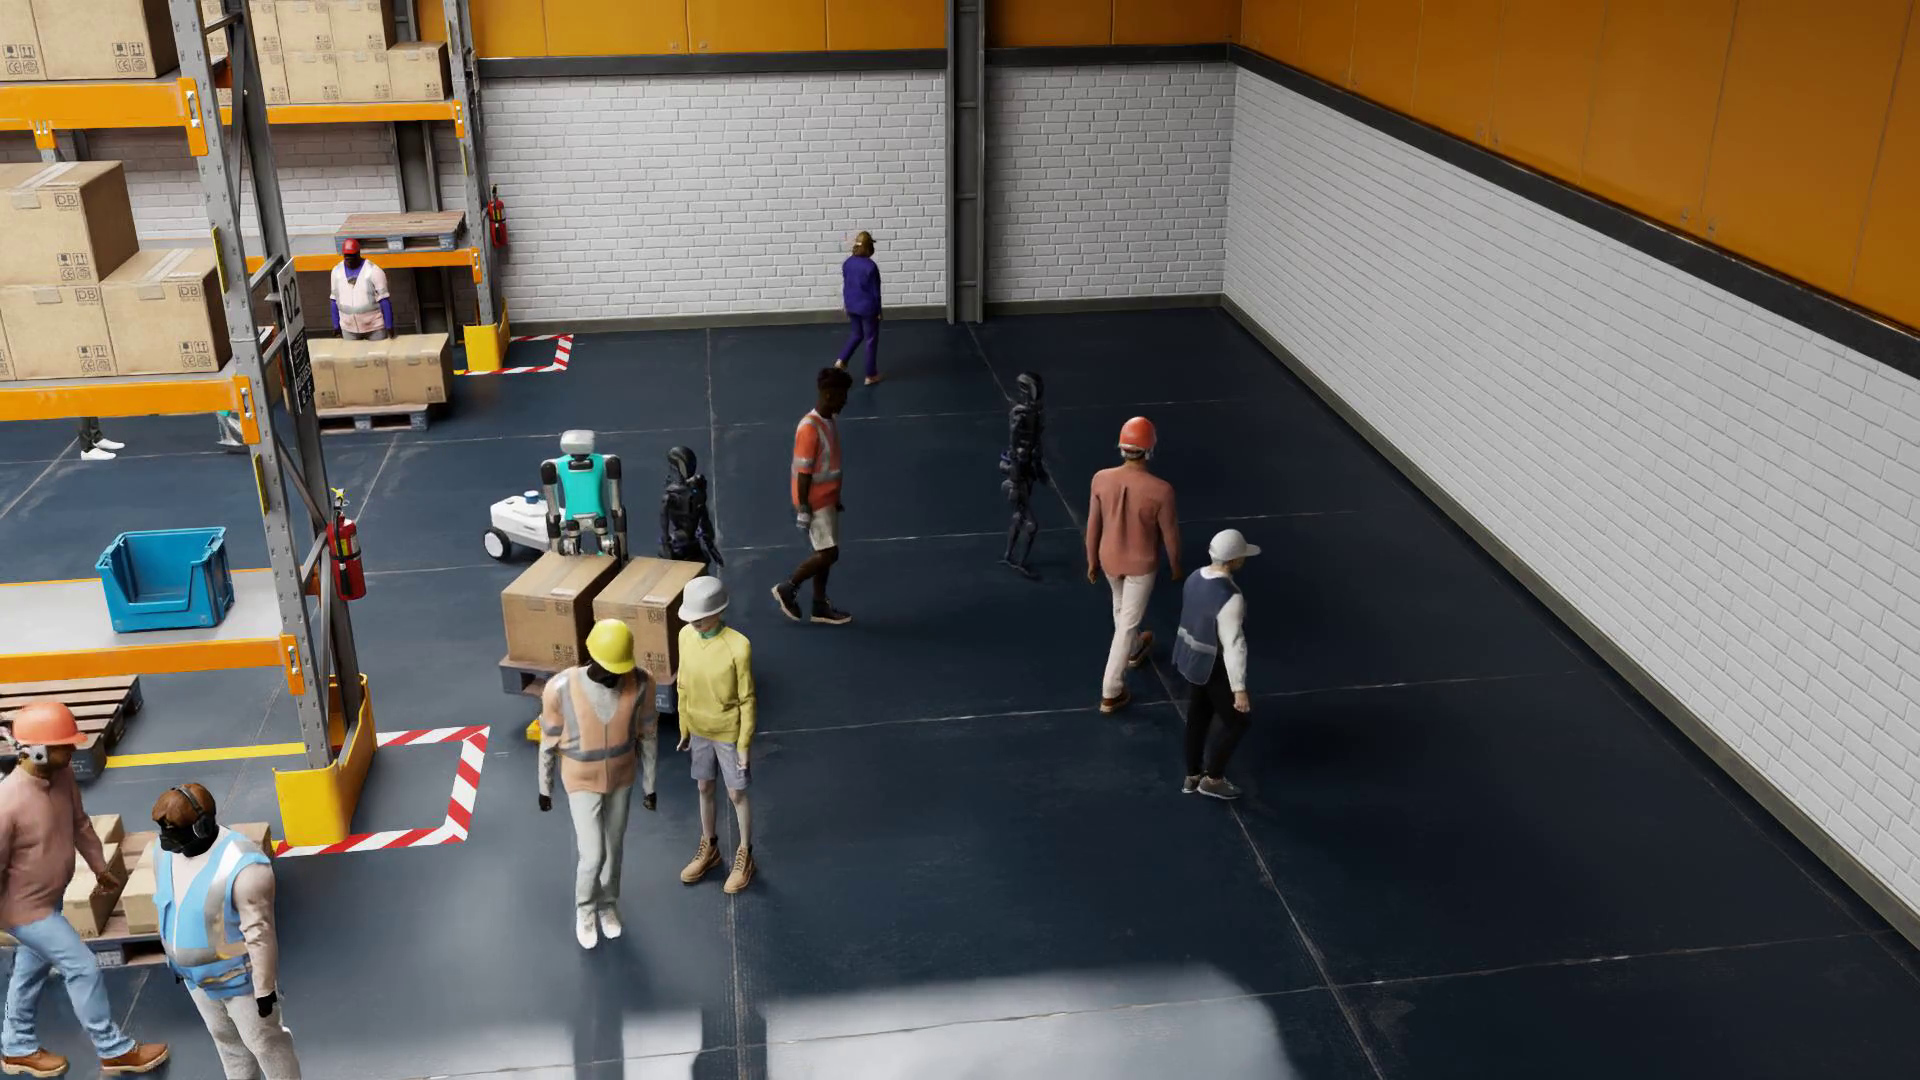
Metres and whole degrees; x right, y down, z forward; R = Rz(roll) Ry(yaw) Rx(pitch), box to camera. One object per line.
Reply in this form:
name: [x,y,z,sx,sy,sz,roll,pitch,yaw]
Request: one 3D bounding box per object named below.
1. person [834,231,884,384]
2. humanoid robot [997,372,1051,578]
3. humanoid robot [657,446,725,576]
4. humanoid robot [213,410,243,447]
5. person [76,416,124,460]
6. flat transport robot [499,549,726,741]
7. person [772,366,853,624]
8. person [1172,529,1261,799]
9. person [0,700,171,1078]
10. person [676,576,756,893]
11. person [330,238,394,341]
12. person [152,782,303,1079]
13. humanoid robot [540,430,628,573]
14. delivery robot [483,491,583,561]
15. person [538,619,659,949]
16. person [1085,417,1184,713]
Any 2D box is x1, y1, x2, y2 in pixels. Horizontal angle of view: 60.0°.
person: [-1.016,-2.376,17.140,0.454,1.607,0.502,19,30,37]
humanoid robot: [0.497,-0.514,12.825,0.513,1.642,0.584,10,25,21]
humanoid robot: [-1.885,0.118,11.397,0.474,1.649,0.601,10,26,22]
humanoid robot: [-6.669,-1.547,15.086,1.005,1.733,0.560,8,25,17]
person: [-8.014,-1.644,15.173,0.318,1.857,0.509,-4,24,-9]
flat transport robot: [-2.301,0.960,11.209,0.659,0.231,1.431,5,24,12]
person: [-1.039,-0.299,12.018,0.534,1.924,0.681,5,24,11]
person: [1.507,0.755,9.831,0.480,1.747,0.815,-8,25,-19]
person: [-4.155,1.632,7.612,0.897,1.921,0.625,-2,24,-5]
person: [-1.321,1.037,9.030,0.472,1.885,0.397,11,26,23]
person: [-5.881,-2.117,16.390,0.599,1.745,0.418,0,24,0]
person: [-3.194,1.861,7.218,0.627,1.837,0.429,12,26,25]
humanoid robot: [-2.475,0.197,11.155,0.533,1.822,0.641,-5,24,-12]
delivery robot: [-3.394,-0.103,13.262,0.783,0.584,0.499,15,28,30]
person: [-1.831,1.243,8.554,0.635,1.887,0.505,-12,27,-26]
person: [1.180,0.113,11.038,0.606,1.947,1.012,16,28,32]
